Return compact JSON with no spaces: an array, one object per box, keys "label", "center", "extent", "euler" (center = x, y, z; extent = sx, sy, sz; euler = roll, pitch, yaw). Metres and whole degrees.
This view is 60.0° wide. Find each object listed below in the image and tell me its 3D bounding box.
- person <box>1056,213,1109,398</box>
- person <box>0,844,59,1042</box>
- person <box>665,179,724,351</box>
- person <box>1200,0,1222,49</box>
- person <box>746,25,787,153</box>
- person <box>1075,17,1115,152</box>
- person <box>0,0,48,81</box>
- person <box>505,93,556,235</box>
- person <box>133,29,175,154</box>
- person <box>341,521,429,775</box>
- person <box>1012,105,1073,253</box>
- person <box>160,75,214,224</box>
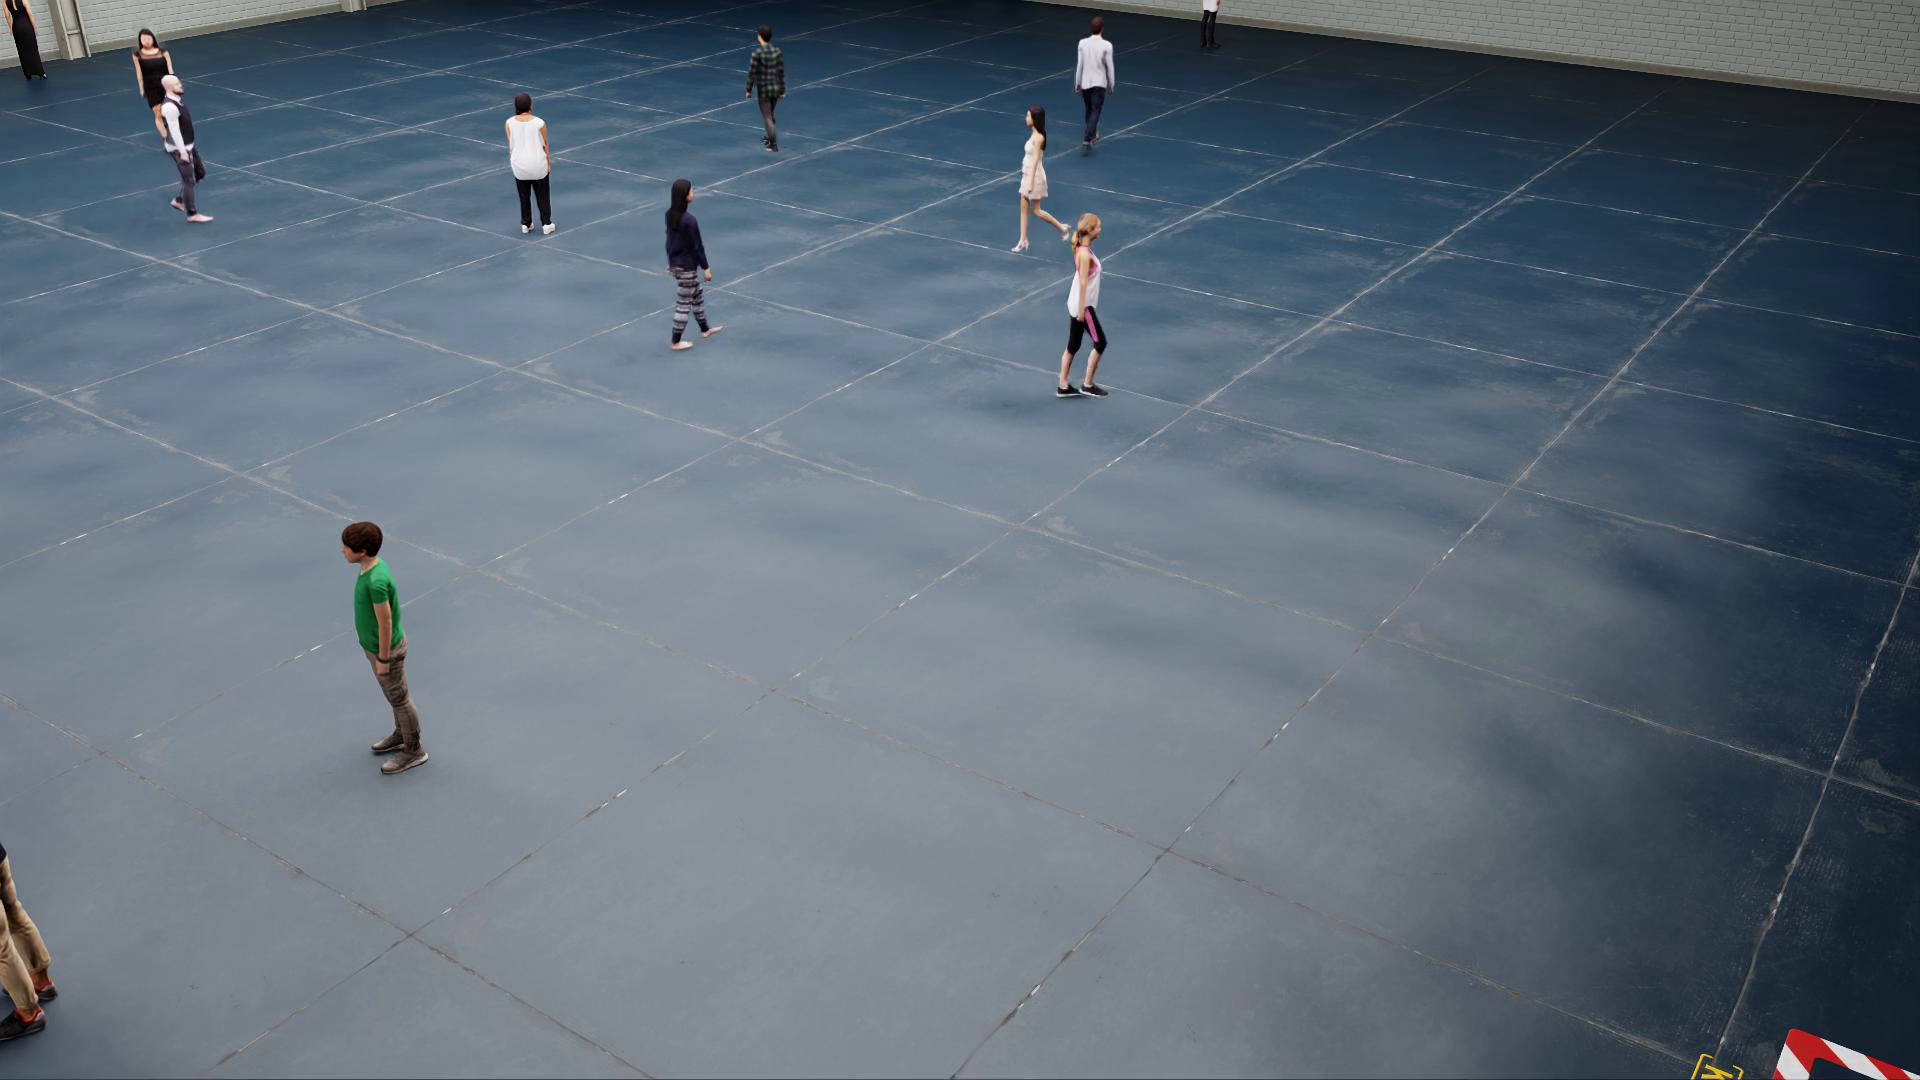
[{"label":"person","center":[1.035,-2.135,15.350],"extent":[0.866,1.768,0.807],"euler":[-4,28,-8]},{"label":"person","center":[-4.742,1.592,8.019],"extent":[0.768,1.854,0.712],"euler":[-5,28,-10]},{"label":"person","center":[-2.802,-2.701,16.514],"extent":[0.960,1.708,0.753],"euler":[-22,35,-37]},{"label":"person","center":[4.613,-9.997,30.579],"extent":[0.725,1.804,0.719],"euler":[-16,31,-28]},{"label":"person","center":[-2.640,-6.277,23.181],"extent":[0.860,1.698,0.850],"euler":[-21,34,-35]},{"label":"person","center":[1.885,-6.465,23.704],"extent":[0.864,1.818,1.258],"euler":[11,29,21]},{"label":"person","center":[-15.837,-8.609,28.103],"extent":[0.639,1.603,0.717],"euler":[-7,28,-13]},{"label":"person","center":[-5.218,-4.574,20.175],"extent":[0.759,1.686,0.785],"euler":[1,27,3]},{"label":"person","center":[-11.457,-6.426,23.762],"extent":[1.040,1.695,0.980],"euler":[-14,30,-25]},{"label":"person","center":[-3.492,0.626,10.115],"extent":[0.666,1.651,0.656],"euler":[-13,30,-24]},{"label":"person","center":[0.949,-4.165,19.352],"extent":[1.002,1.714,0.954],"euler":[-3,27,-6]},{"label":"person","center":[-9.650,-4.792,20.467],"extent":[0.918,1.808,0.865],"euler":[-7,28,-14]}]
